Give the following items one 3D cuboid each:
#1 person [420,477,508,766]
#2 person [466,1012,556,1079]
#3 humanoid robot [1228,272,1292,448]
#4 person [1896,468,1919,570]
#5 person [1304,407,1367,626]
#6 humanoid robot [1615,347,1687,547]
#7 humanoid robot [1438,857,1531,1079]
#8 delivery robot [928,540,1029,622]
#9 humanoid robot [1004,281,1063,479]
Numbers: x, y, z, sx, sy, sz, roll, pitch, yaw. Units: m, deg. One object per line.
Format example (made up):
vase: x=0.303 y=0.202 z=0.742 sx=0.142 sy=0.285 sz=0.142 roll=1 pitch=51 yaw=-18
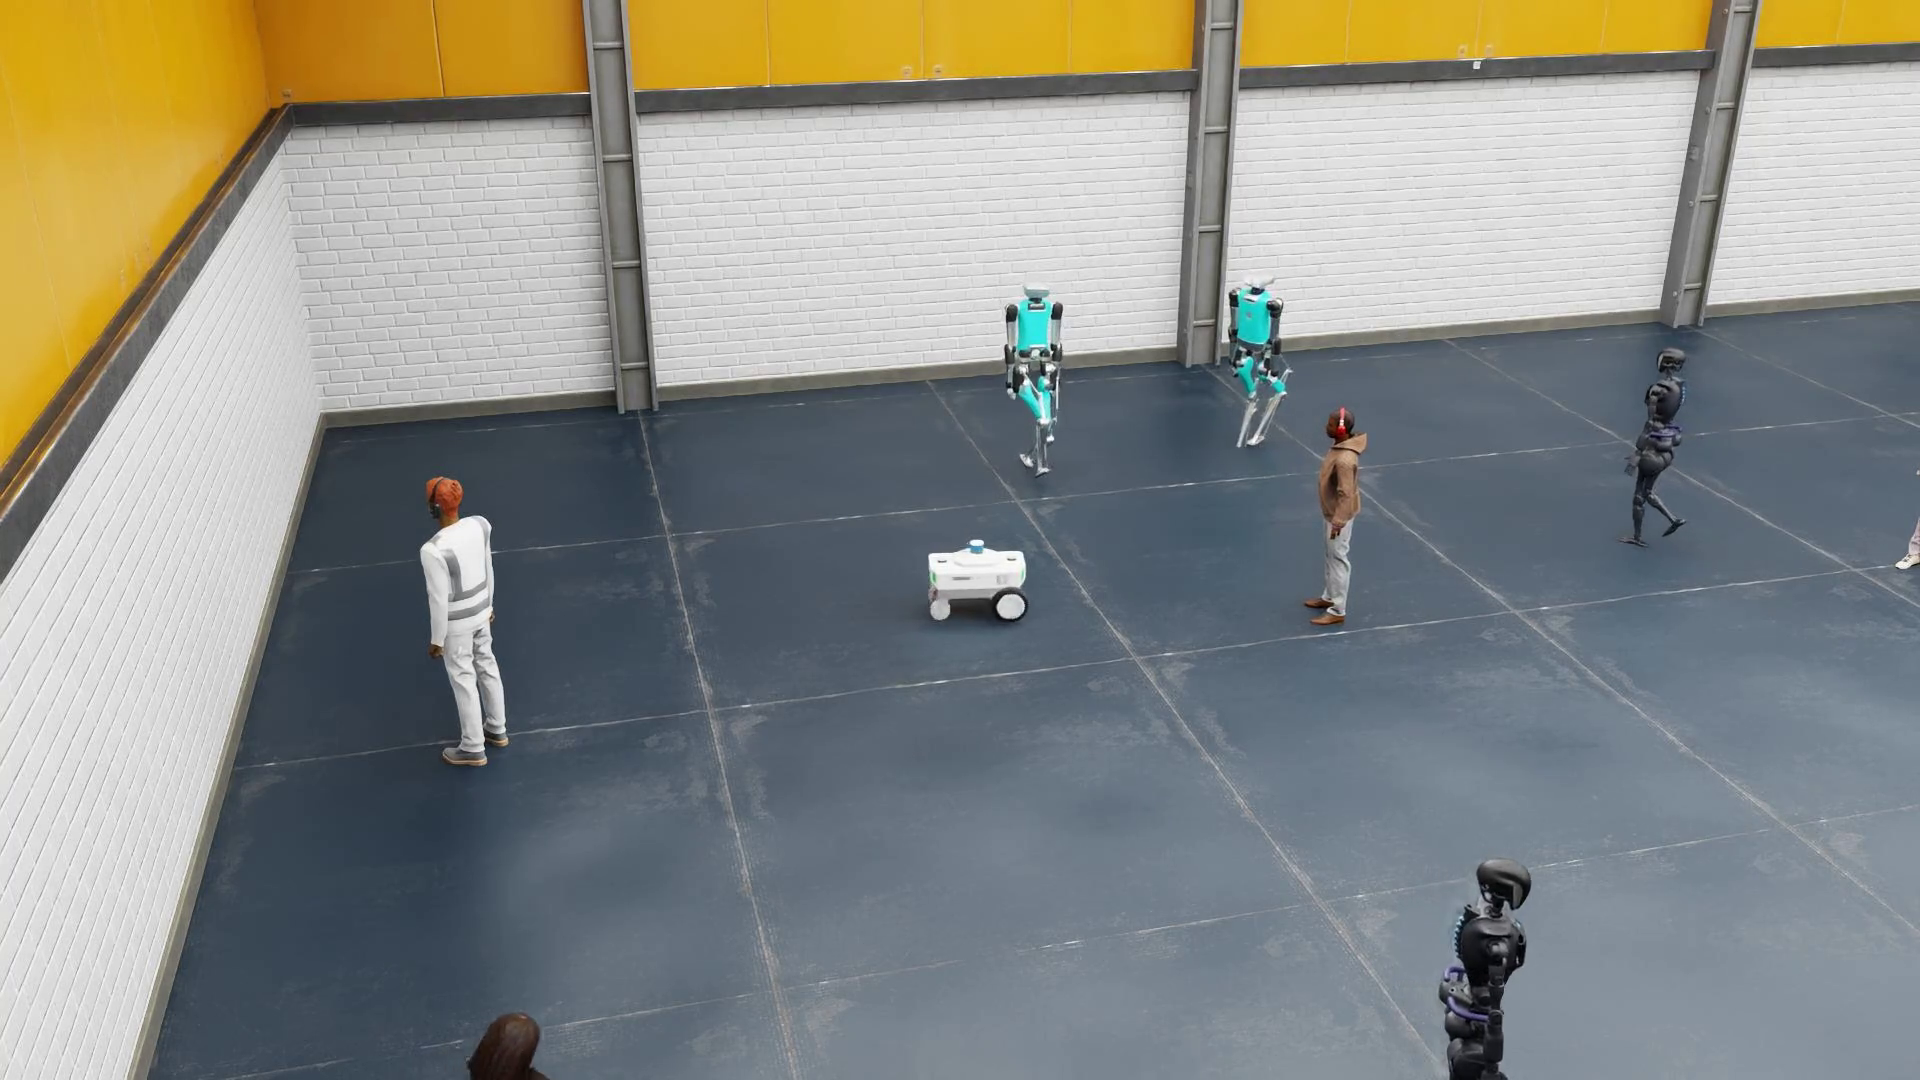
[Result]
person: x=-3.065 y=0.496 z=10.232 sx=0.350 sy=1.882 sz=0.582 roll=9 pitch=25 yaw=19
person: x=-1.614 y=2.506 z=5.850 sx=0.372 sy=1.753 sz=0.651 roll=20 pitch=31 yaw=38
humanoid robot: x=2.790 y=-1.603 z=15.253 sx=0.560 sy=1.832 sz=0.785 roll=19 pitch=30 yaw=37
person: x=7.635 y=-0.544 z=12.737 sx=0.316 sy=1.769 sz=0.522 roll=-21 pitch=31 yaw=-39
person: x=2.729 y=-0.172 z=12.030 sx=0.318 sy=1.650 sz=0.458 roll=2 pitch=24 yaw=6
humanoid robot: x=5.591 y=-0.720 z=13.254 sx=0.447 sy=1.647 sz=0.593 roll=20 pitch=31 yaw=38
humanoid robot: x=2.141 y=2.035 z=7.041 sx=0.738 sy=1.635 sz=0.609 roll=3 pitch=24 yaw=7
delivery robot: x=0.130 y=0.286 z=12.343 sx=0.783 sy=0.586 sz=0.499 roll=-2 pitch=24 yaw=-4
humanoid robot: x=0.733 y=-1.312 z=14.599 sx=0.535 sy=1.781 sz=1.034 roll=-7 pitch=25 yaw=-15
